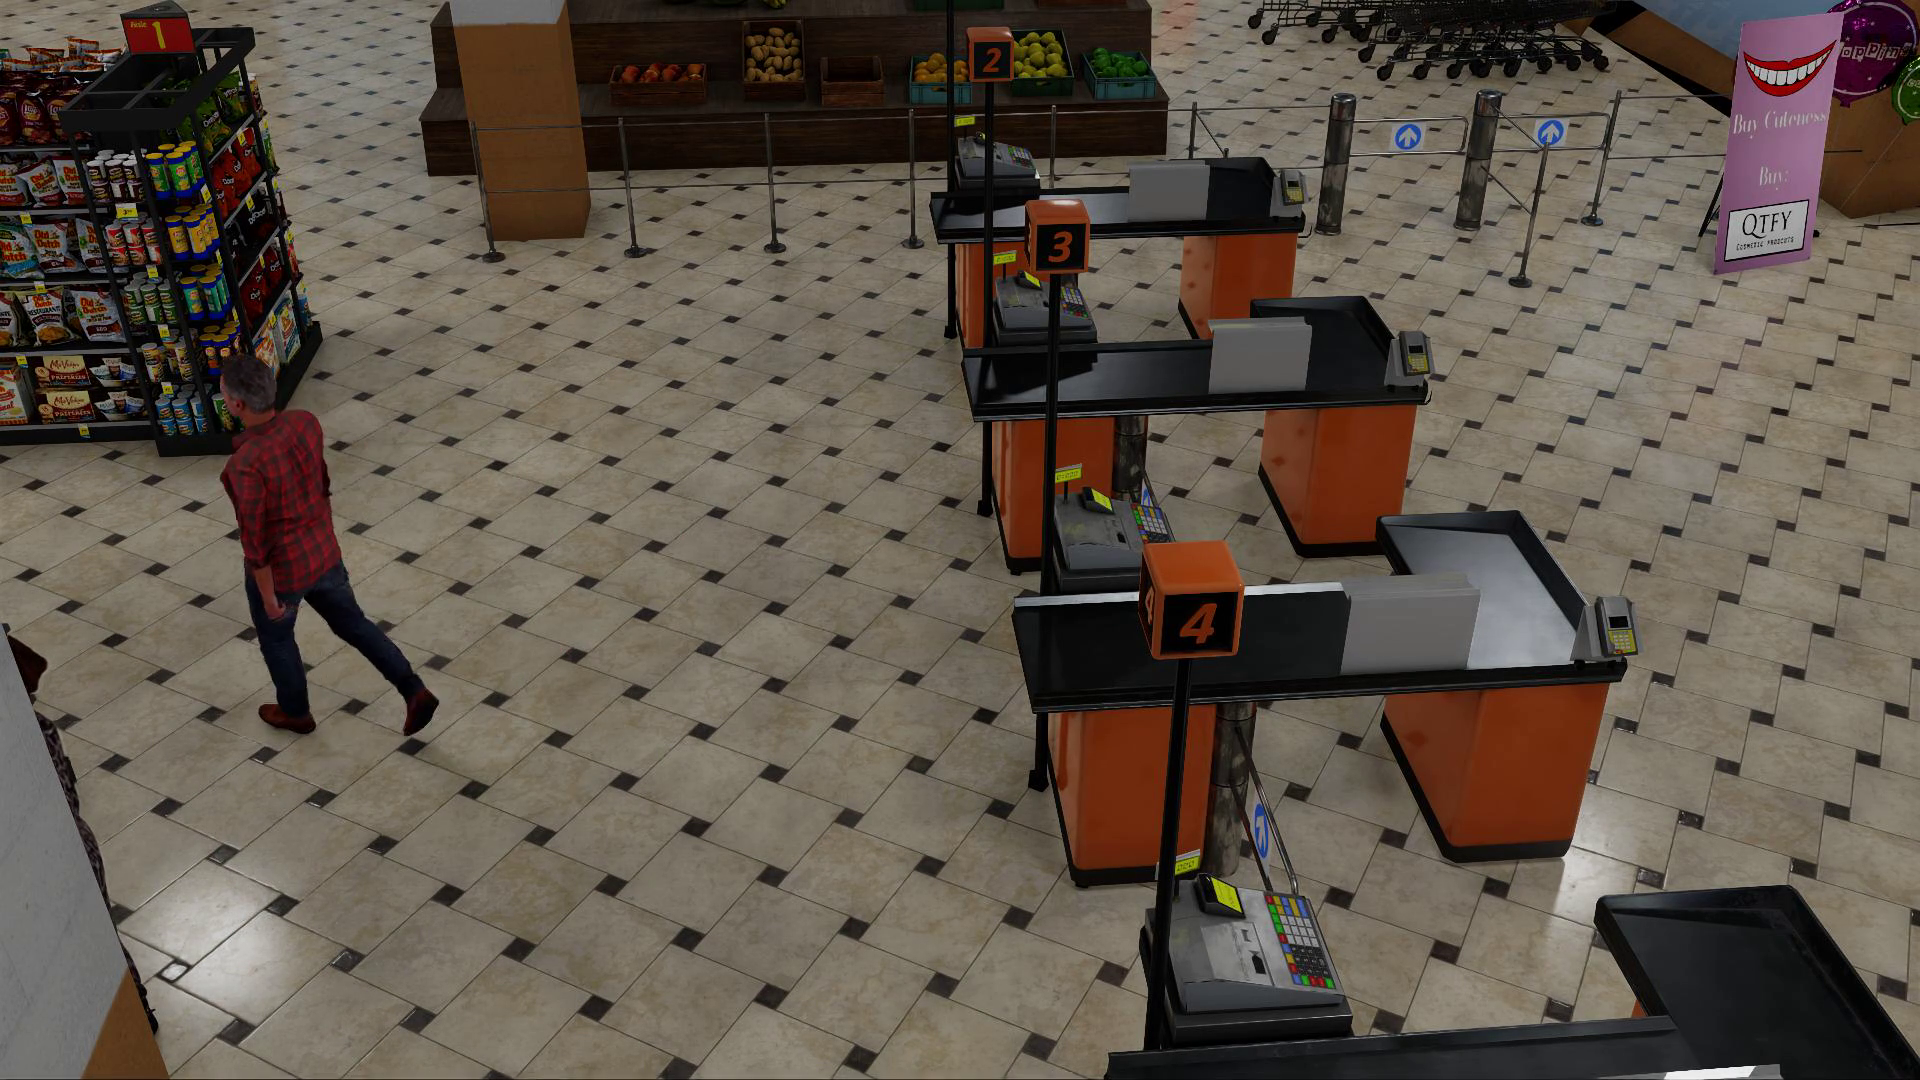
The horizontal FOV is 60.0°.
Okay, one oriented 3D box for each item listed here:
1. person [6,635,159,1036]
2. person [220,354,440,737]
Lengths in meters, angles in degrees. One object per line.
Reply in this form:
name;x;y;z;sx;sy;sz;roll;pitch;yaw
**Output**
person;-2.965;1.027;5.388;0.621;1.714;0.720;10;33;15
person;-2.644;0.092;6.807;1.250;1.803;1.040;13;34;19
